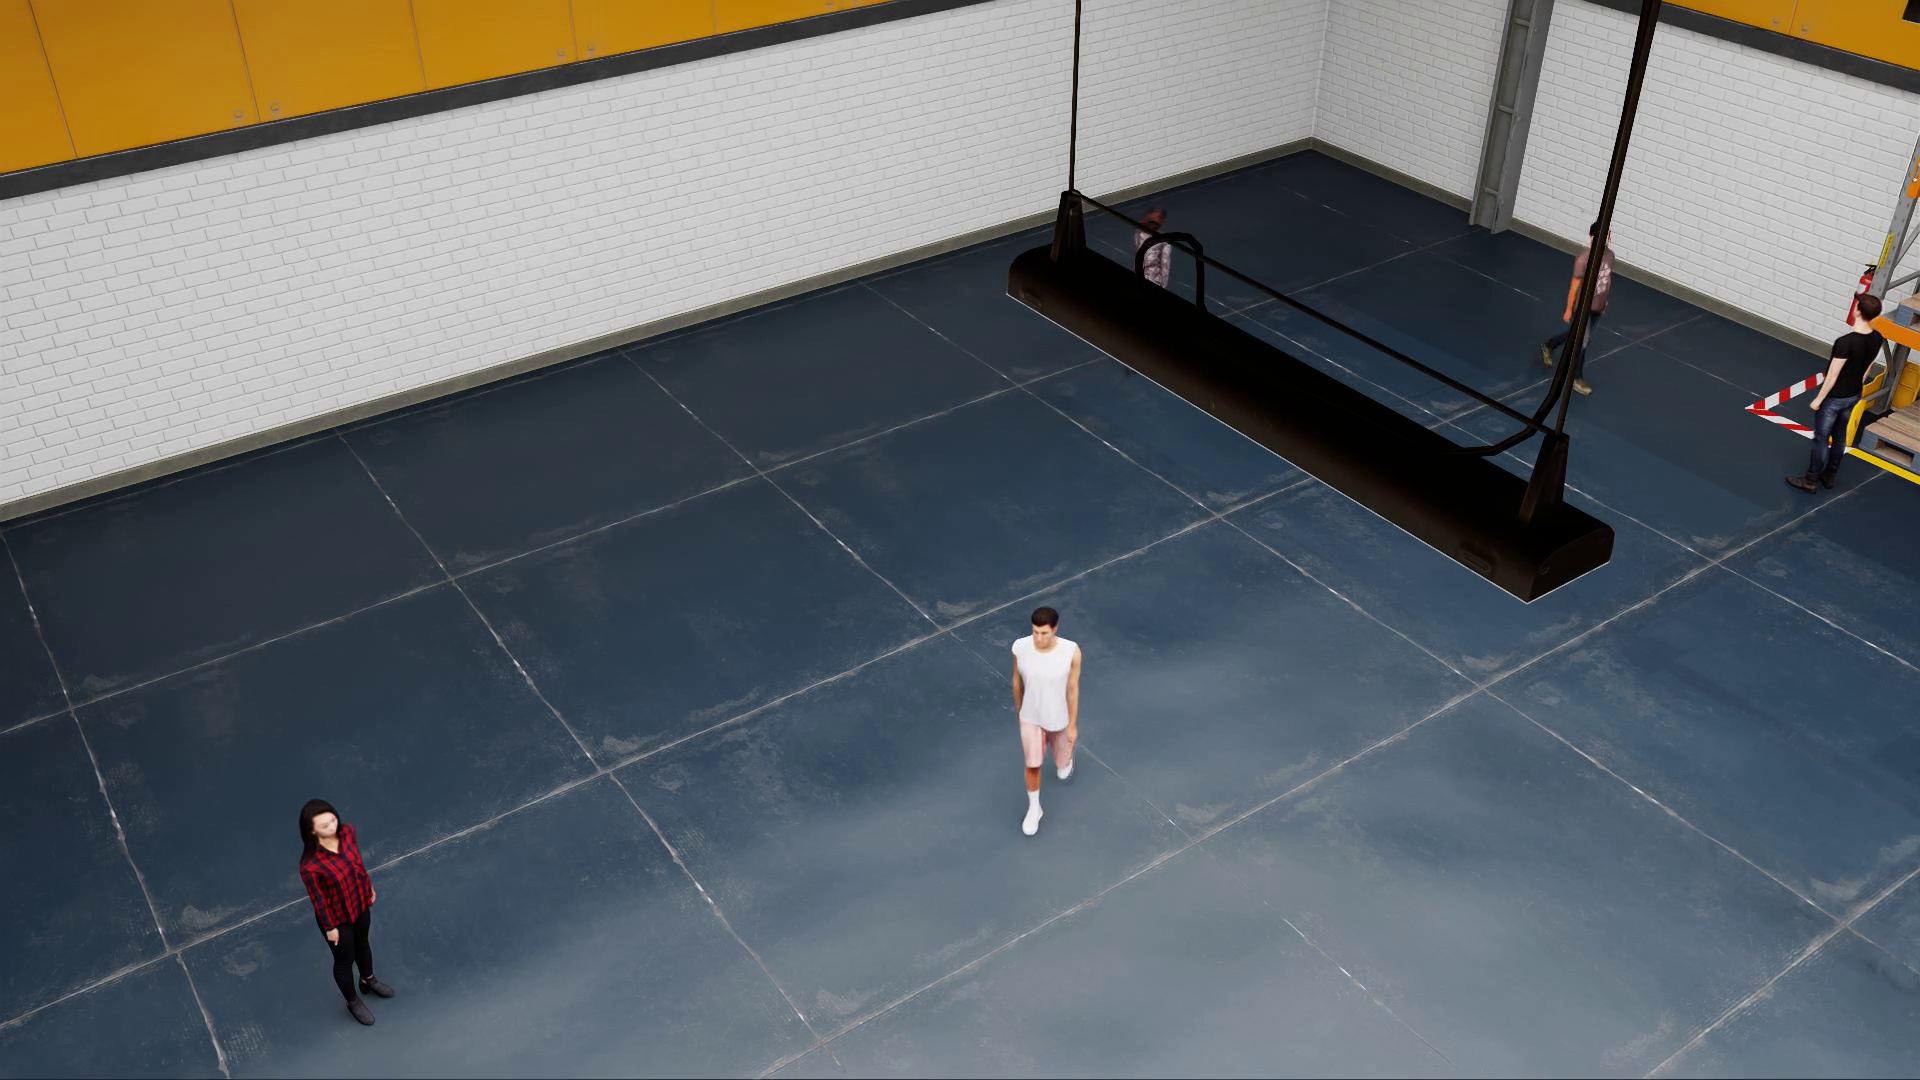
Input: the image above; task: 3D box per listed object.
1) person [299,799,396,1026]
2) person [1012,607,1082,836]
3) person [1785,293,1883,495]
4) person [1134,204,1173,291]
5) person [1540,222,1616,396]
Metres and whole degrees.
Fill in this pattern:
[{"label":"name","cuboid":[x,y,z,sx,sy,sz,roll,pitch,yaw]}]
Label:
[{"label":"person","cuboid":[-3.662,2.171,9.829,0.692,1.658,0.662,10,35,15]},{"label":"person","cuboid":[0.622,1.128,11.304,1.053,1.762,1.092,7,34,11]},{"label":"person","cuboid":[7.856,-1.298,14.833,0.731,1.895,0.637,-13,36,-18]},{"label":"person","cuboid":[1.886,-2.580,16.959,1.122,1.677,1.014,14,36,20]},{"label":"person","cuboid":[6.177,-2.362,16.565,0.726,1.751,1.084,-16,37,-23]}]
